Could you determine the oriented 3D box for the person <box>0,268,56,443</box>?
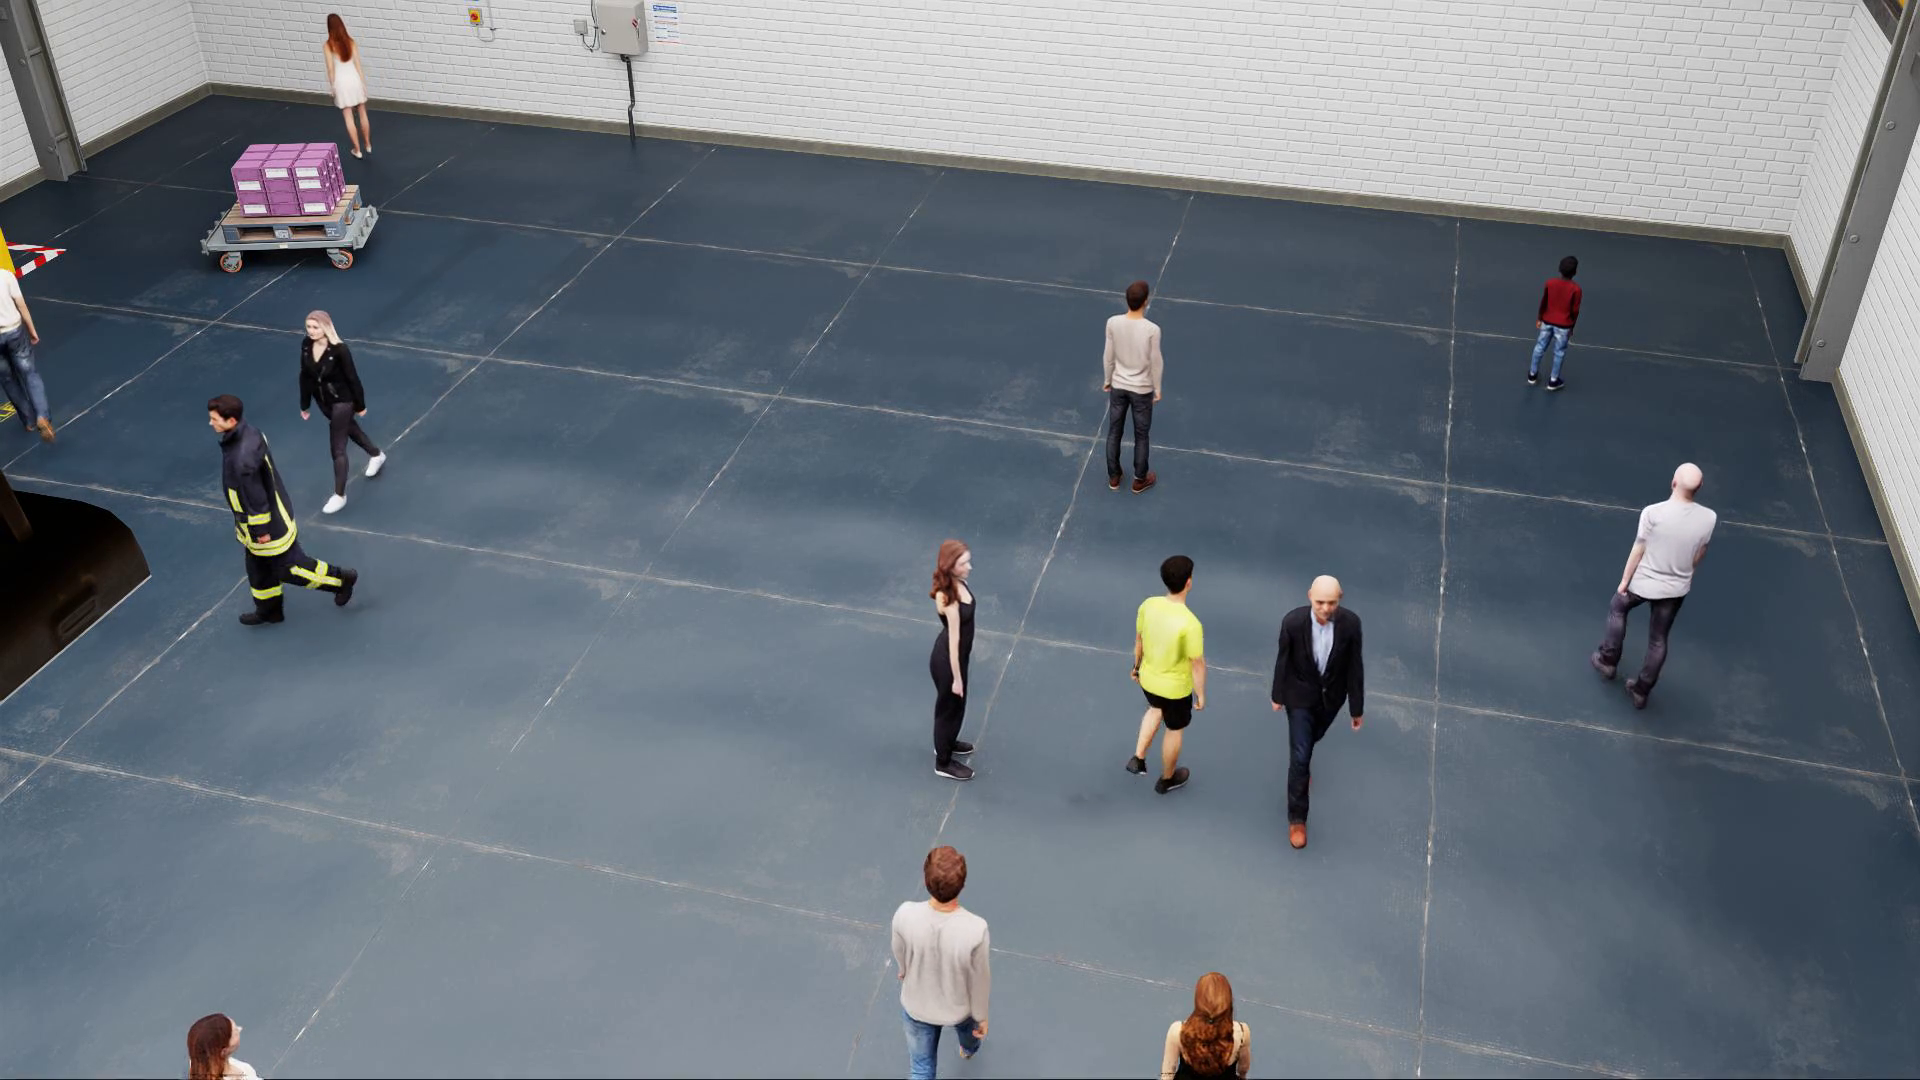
[{"bbox_3d":[-8.136,-1.669,14.167,1.119,1.836,1.153,-20,39,-28],"label":"person"}]

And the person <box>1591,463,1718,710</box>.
[{"bbox_3d":[4.691,0.356,11.142,0.786,1.812,0.877,2,34,3],"label":"person"}]

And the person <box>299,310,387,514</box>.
[{"bbox_3d":[-5.020,-1.137,13.541,0.693,1.643,1.157,12,35,17],"label":"person"}]

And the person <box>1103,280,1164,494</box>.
[{"bbox_3d":[1.391,-1.238,13.489,0.694,1.868,0.634,15,37,22],"label":"person"}]

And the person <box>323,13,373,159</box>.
[{"bbox_3d":[-7.348,-5.458,19.977,0.740,1.714,0.798,-20,38,-27],"label":"person"}]

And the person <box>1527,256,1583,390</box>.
[{"bbox_3d":[5.450,-1.995,15.187,0.578,1.250,0.596,25,41,32],"label":"person"}]

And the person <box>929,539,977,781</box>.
[{"bbox_3d":[-0.061,0.747,10.617,0.672,1.743,0.513,2,34,3],"label":"person"}]

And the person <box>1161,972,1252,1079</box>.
[{"bbox_3d":[1.142,2.710,7.789,0.657,1.603,0.902,4,34,6],"label":"person"}]

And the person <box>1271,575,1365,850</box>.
[{"bbox_3d":[2.204,0.922,10.335,0.891,1.763,1.239,1,34,1],"label":"person"}]

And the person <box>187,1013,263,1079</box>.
[{"bbox_3d":[-3.307,2.830,7.540,0.754,1.679,0.730,-29,43,-36],"label":"person"}]

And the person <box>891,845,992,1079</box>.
[{"bbox_3d":[-0.117,2.340,8.127,0.735,1.844,1.241,5,34,8],"label":"person"}]

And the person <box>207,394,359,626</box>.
[{"bbox_3d":[-4.900,-0.216,11.920,1.233,1.904,1.215,-14,36,-20],"label":"person"}]

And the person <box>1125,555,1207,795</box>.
[{"bbox_3d":[1.249,0.889,10.451,0.889,1.688,0.857,-27,42,-35],"label":"person"}]
